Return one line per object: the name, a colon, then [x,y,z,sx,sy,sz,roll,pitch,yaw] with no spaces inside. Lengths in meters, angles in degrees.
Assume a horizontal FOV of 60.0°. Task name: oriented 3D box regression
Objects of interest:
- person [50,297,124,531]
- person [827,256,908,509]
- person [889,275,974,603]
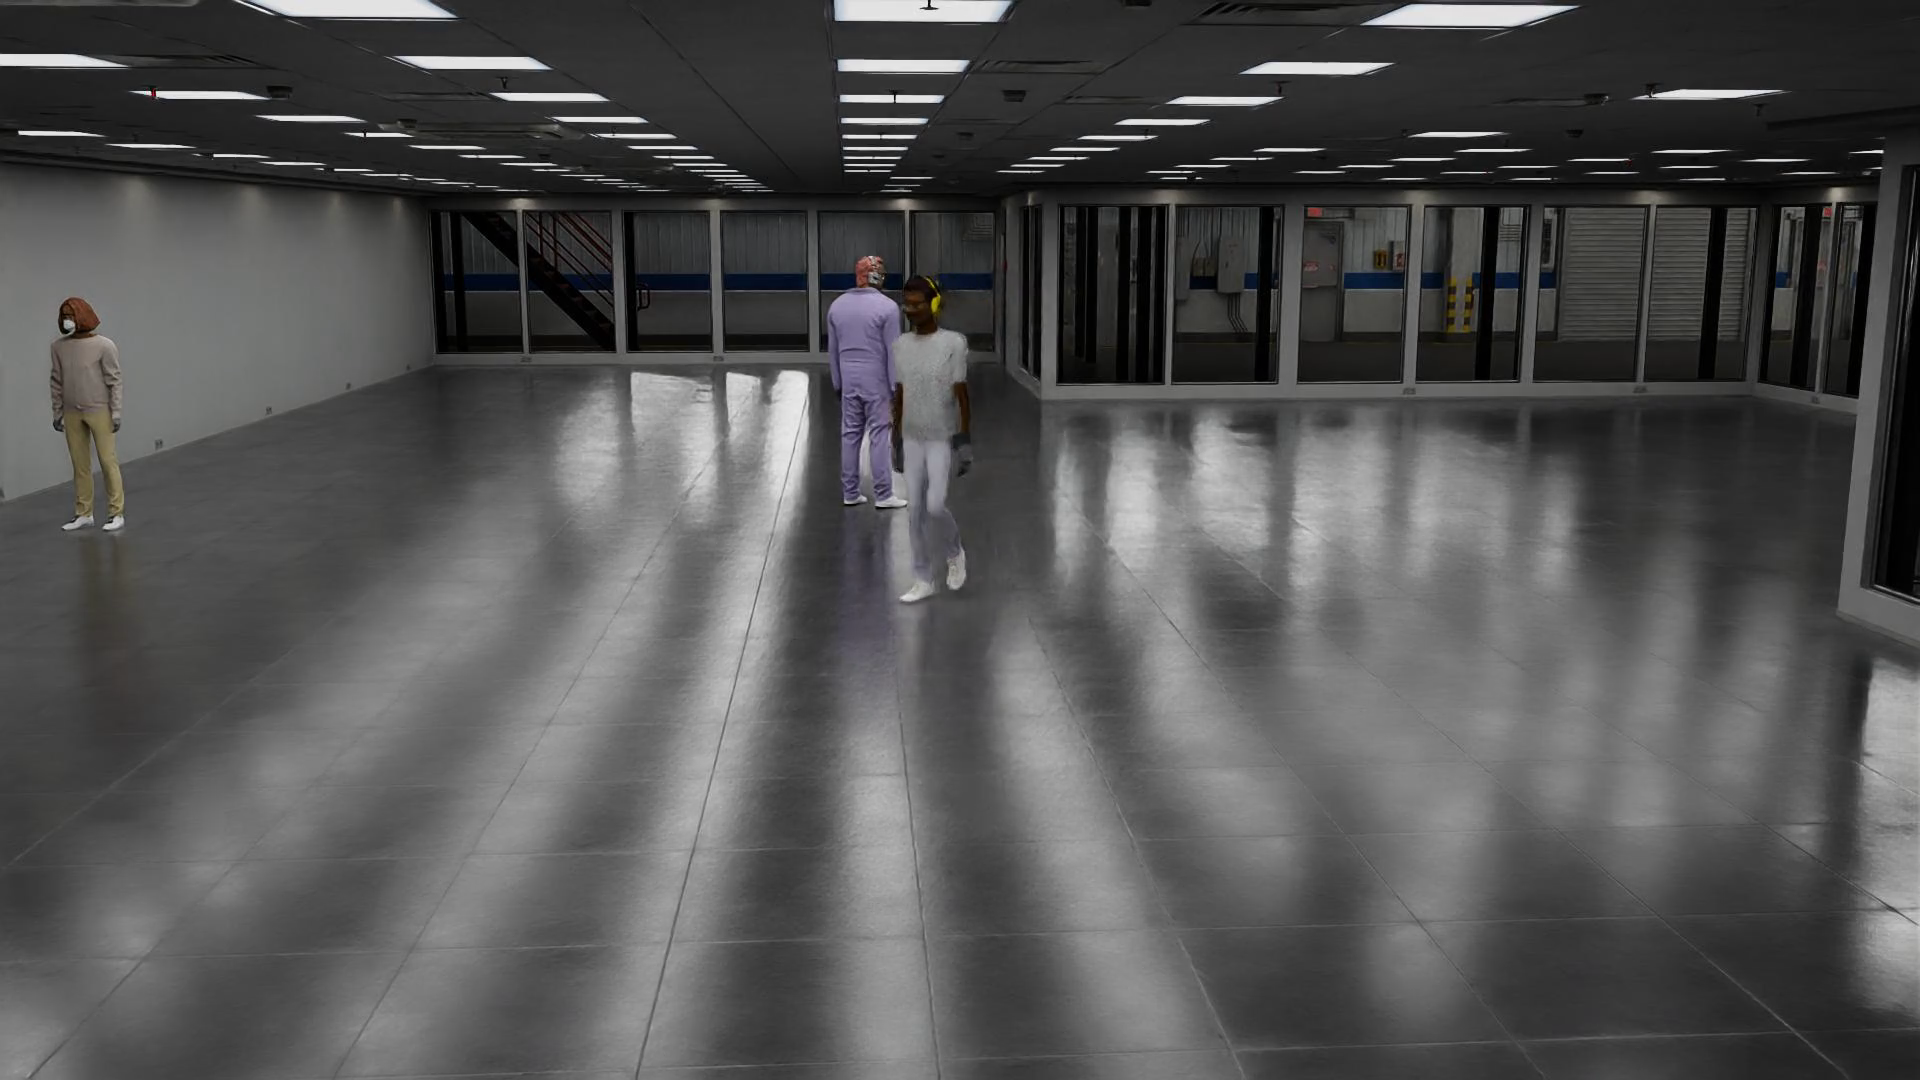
person: [-6.108,-0.874,11.639,0.509,1.632,0.269,1,11,7]
person: [-0.684,-1.187,12.597,0.643,1.905,0.399,7,12,33]
person: [-0.168,-0.563,9.386,0.541,1.848,0.441,6,12,28]
